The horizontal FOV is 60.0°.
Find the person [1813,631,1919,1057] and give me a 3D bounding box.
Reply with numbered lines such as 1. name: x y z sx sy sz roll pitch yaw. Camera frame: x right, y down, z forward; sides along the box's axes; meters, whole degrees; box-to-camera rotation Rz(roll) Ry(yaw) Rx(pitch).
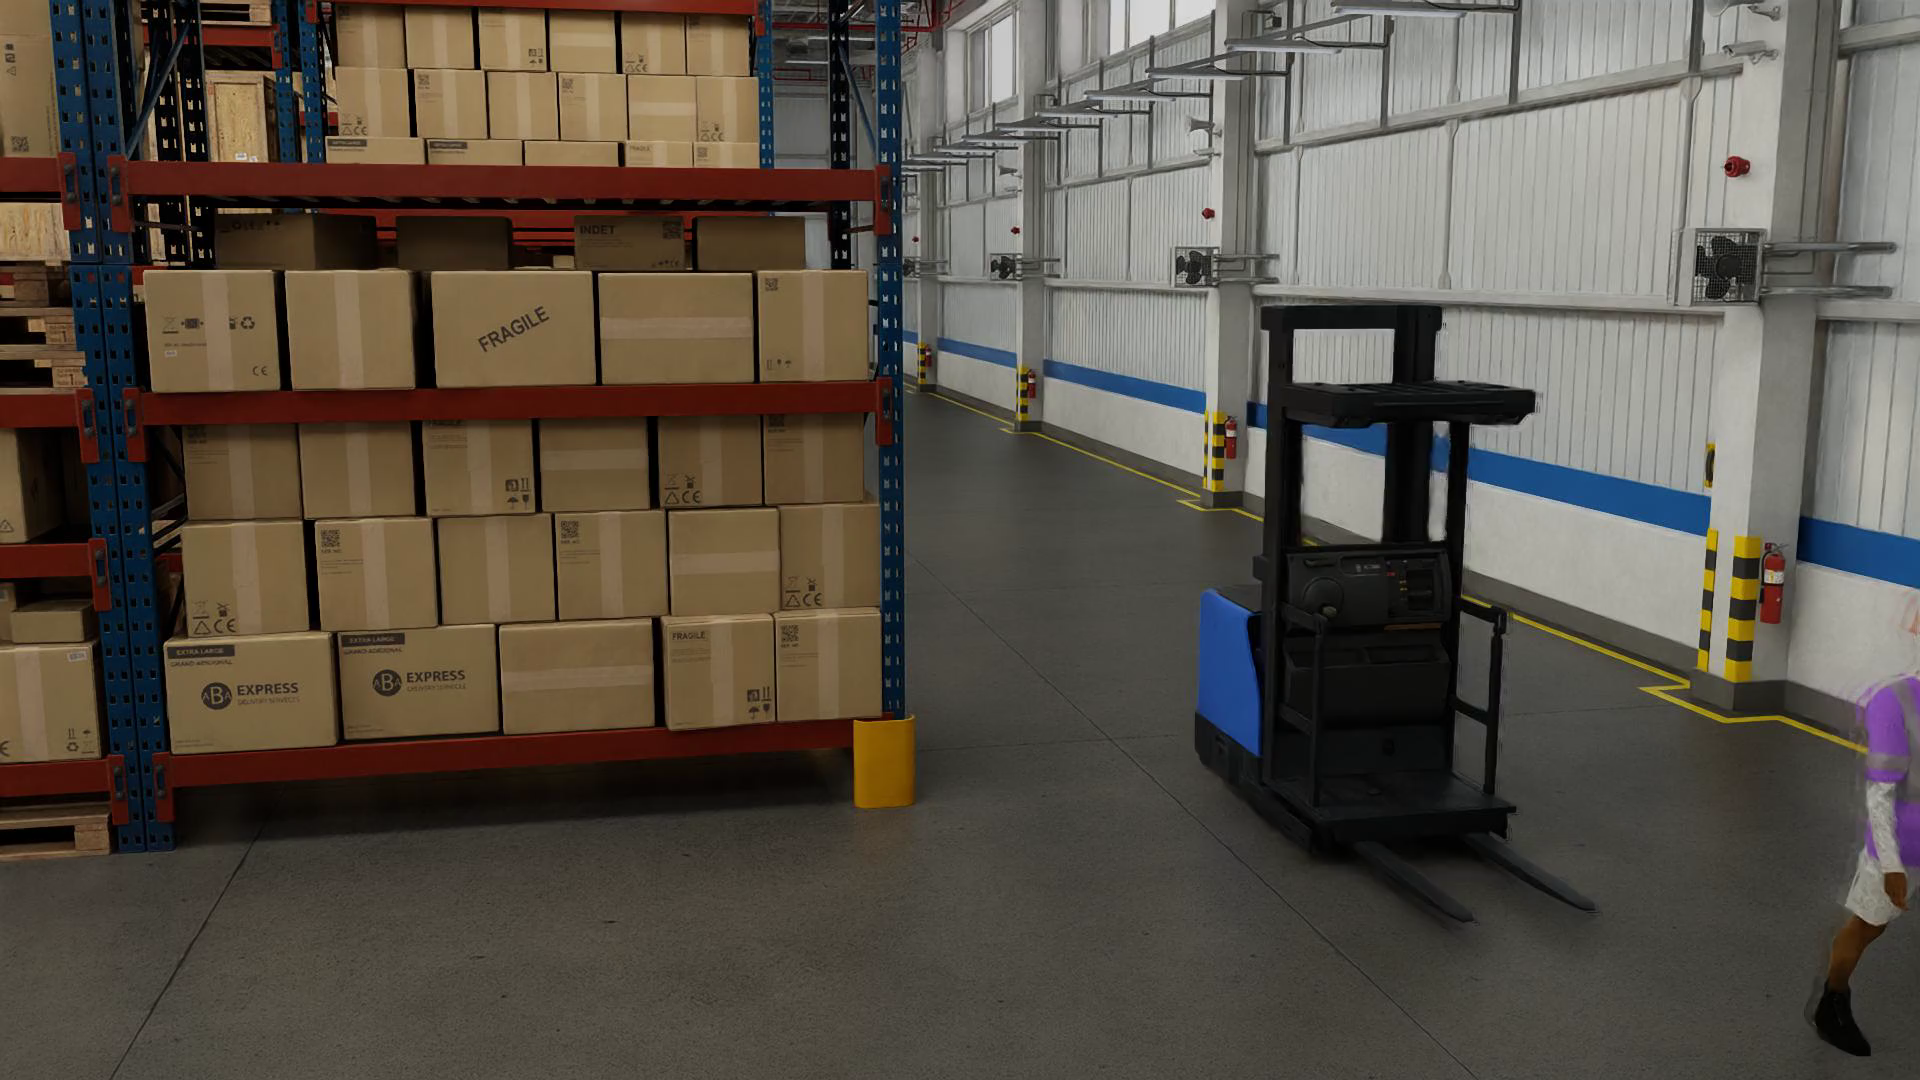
1. person: 3.547 1.112 6.083 0.549 1.884 1.043 0 9 -3

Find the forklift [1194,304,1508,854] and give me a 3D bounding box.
1. forklift: 2.128 0.083 9.296 1.129 2.768 1.873 -2 10 -12
